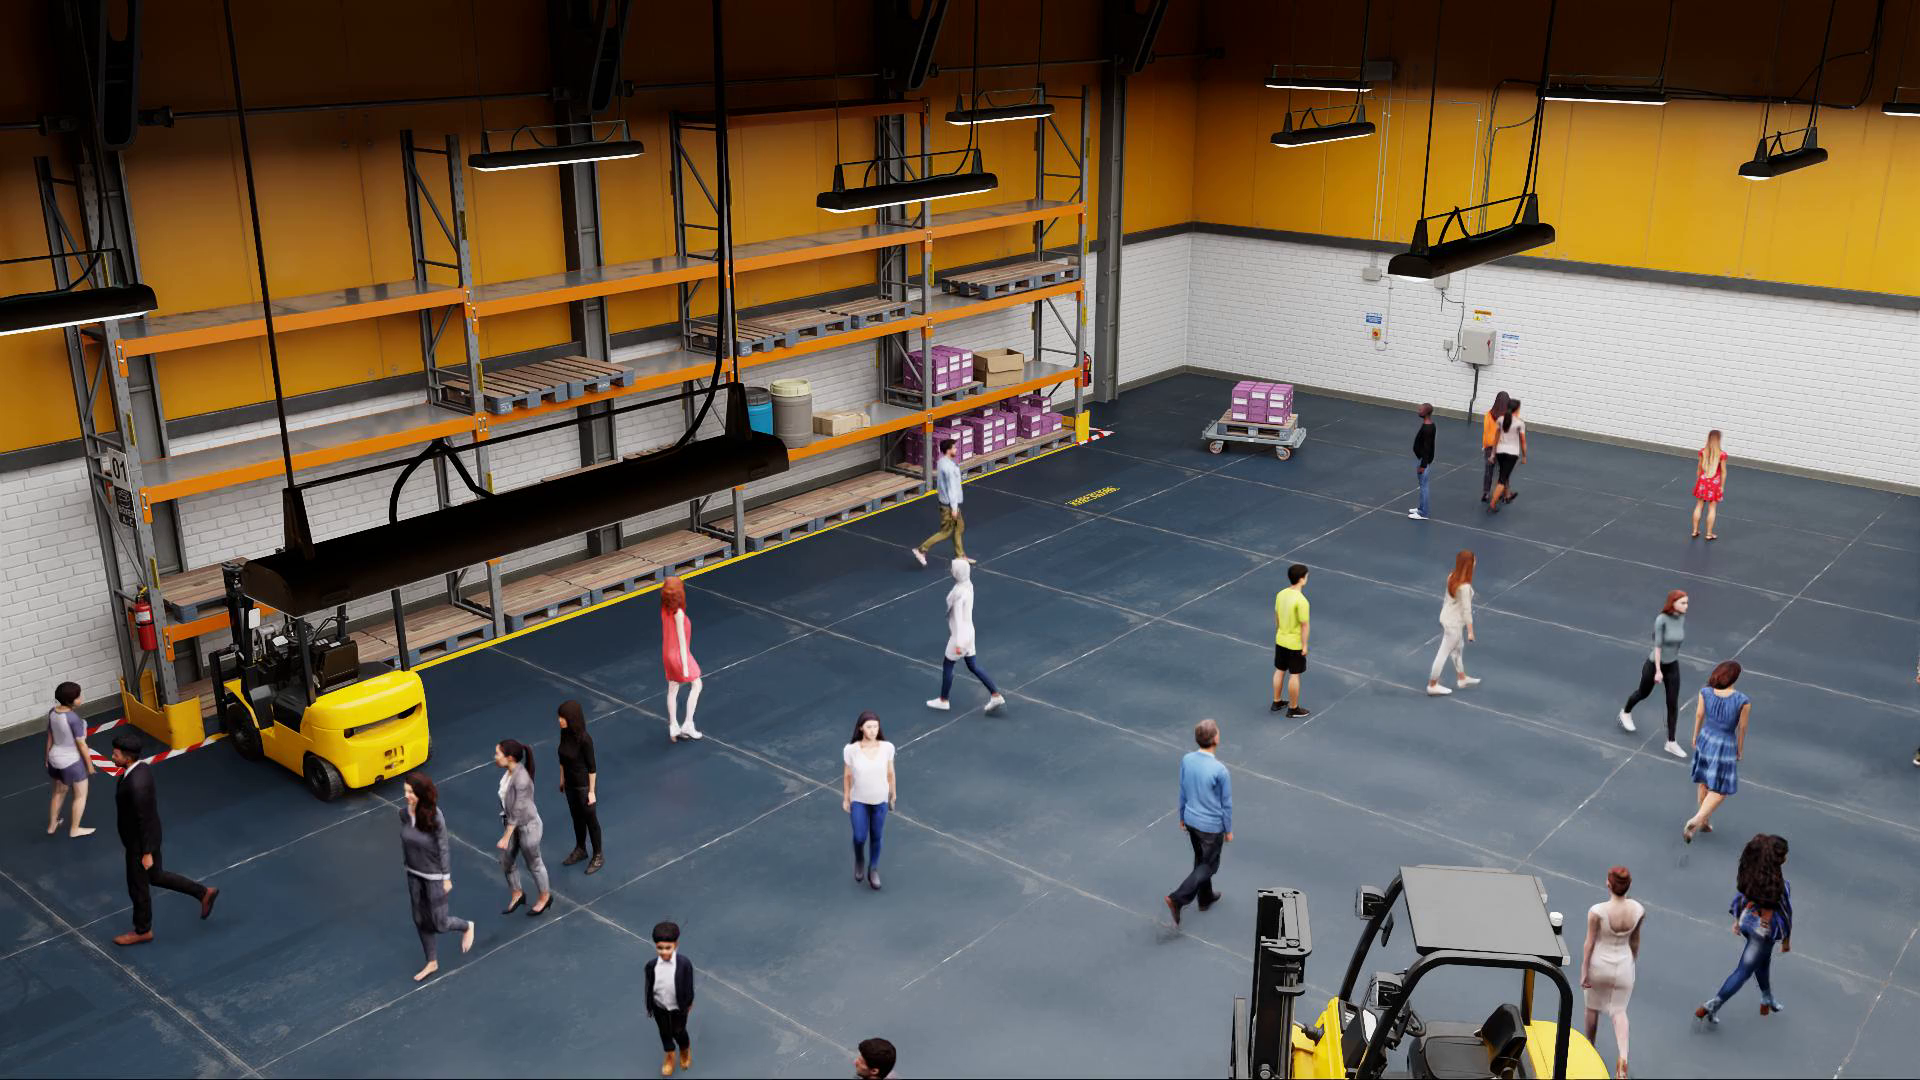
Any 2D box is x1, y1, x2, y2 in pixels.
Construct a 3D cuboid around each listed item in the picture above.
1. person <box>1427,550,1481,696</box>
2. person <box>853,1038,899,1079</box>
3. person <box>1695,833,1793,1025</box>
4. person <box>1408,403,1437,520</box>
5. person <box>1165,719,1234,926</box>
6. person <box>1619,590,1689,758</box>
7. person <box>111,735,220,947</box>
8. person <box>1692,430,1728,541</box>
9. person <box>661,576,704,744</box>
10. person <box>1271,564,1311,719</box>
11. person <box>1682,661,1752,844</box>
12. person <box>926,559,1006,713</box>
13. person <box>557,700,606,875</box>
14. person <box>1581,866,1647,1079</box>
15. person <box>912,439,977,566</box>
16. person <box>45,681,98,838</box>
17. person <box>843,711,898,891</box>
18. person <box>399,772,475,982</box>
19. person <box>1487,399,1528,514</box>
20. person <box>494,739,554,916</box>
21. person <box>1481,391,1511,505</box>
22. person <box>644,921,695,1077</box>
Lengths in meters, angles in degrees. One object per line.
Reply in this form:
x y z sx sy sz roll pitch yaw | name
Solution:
5.390 0.937 18.464 1.012 1.684 0.946 -2 19 -6 | person
-0.498 3.746 9.854 0.807 1.856 0.703 1 19 3 | person
5.967 2.984 12.549 1.144 1.580 0.985 -5 19 -15 | person
6.886 -1.176 24.639 0.732 1.747 0.605 6 20 17 | person
2.012 2.388 13.975 1.077 1.799 0.784 -15 24 -38 | person
7.220 1.326 17.288 1.155 1.697 1.071 -6 19 -16 | person
-6.628 2.449 13.696 1.209 1.862 1.033 -8 20 -22 | person
10.700 -0.797 23.755 0.577 1.593 0.594 -16 24 -40 | person
-3.006 1.271 17.266 0.627 1.817 0.679 -14 23 -36 | person
3.589 1.078 18.010 0.642 1.707 0.679 -11 21 -29 | person
6.882 1.987 15.185 1.048 1.787 0.774 -15 24 -38 | person
0.109 1.075 17.962 0.964 1.742 1.144 7 20 19 | person
-3.388 2.175 14.855 0.596 1.641 0.519 13 23 34 | person
4.641 3.134 11.799 0.919 1.775 1.036 0 19 1 | person
-0.228 -0.468 22.475 1.204 1.788 1.136 -2 19 -7 | person
-8.306 2.048 15.405 0.774 1.531 0.690 4 19 12 | person
-0.812 2.257 14.560 0.740 1.674 0.812 -4 19 -12 | person
-4.197 2.639 13.291 0.750 1.759 0.903 8 20 23 | person
8.122 -1.220 24.843 1.158 1.701 0.750 -15 24 -38 | person
-3.604 2.437 14.055 0.786 1.656 0.723 -10 21 -28 | person
8.202 -1.421 25.364 0.709 1.749 0.729 2 19 6 | person
-2.113 3.310 12.151 0.590 1.216 0.632 1 19 4 | person
